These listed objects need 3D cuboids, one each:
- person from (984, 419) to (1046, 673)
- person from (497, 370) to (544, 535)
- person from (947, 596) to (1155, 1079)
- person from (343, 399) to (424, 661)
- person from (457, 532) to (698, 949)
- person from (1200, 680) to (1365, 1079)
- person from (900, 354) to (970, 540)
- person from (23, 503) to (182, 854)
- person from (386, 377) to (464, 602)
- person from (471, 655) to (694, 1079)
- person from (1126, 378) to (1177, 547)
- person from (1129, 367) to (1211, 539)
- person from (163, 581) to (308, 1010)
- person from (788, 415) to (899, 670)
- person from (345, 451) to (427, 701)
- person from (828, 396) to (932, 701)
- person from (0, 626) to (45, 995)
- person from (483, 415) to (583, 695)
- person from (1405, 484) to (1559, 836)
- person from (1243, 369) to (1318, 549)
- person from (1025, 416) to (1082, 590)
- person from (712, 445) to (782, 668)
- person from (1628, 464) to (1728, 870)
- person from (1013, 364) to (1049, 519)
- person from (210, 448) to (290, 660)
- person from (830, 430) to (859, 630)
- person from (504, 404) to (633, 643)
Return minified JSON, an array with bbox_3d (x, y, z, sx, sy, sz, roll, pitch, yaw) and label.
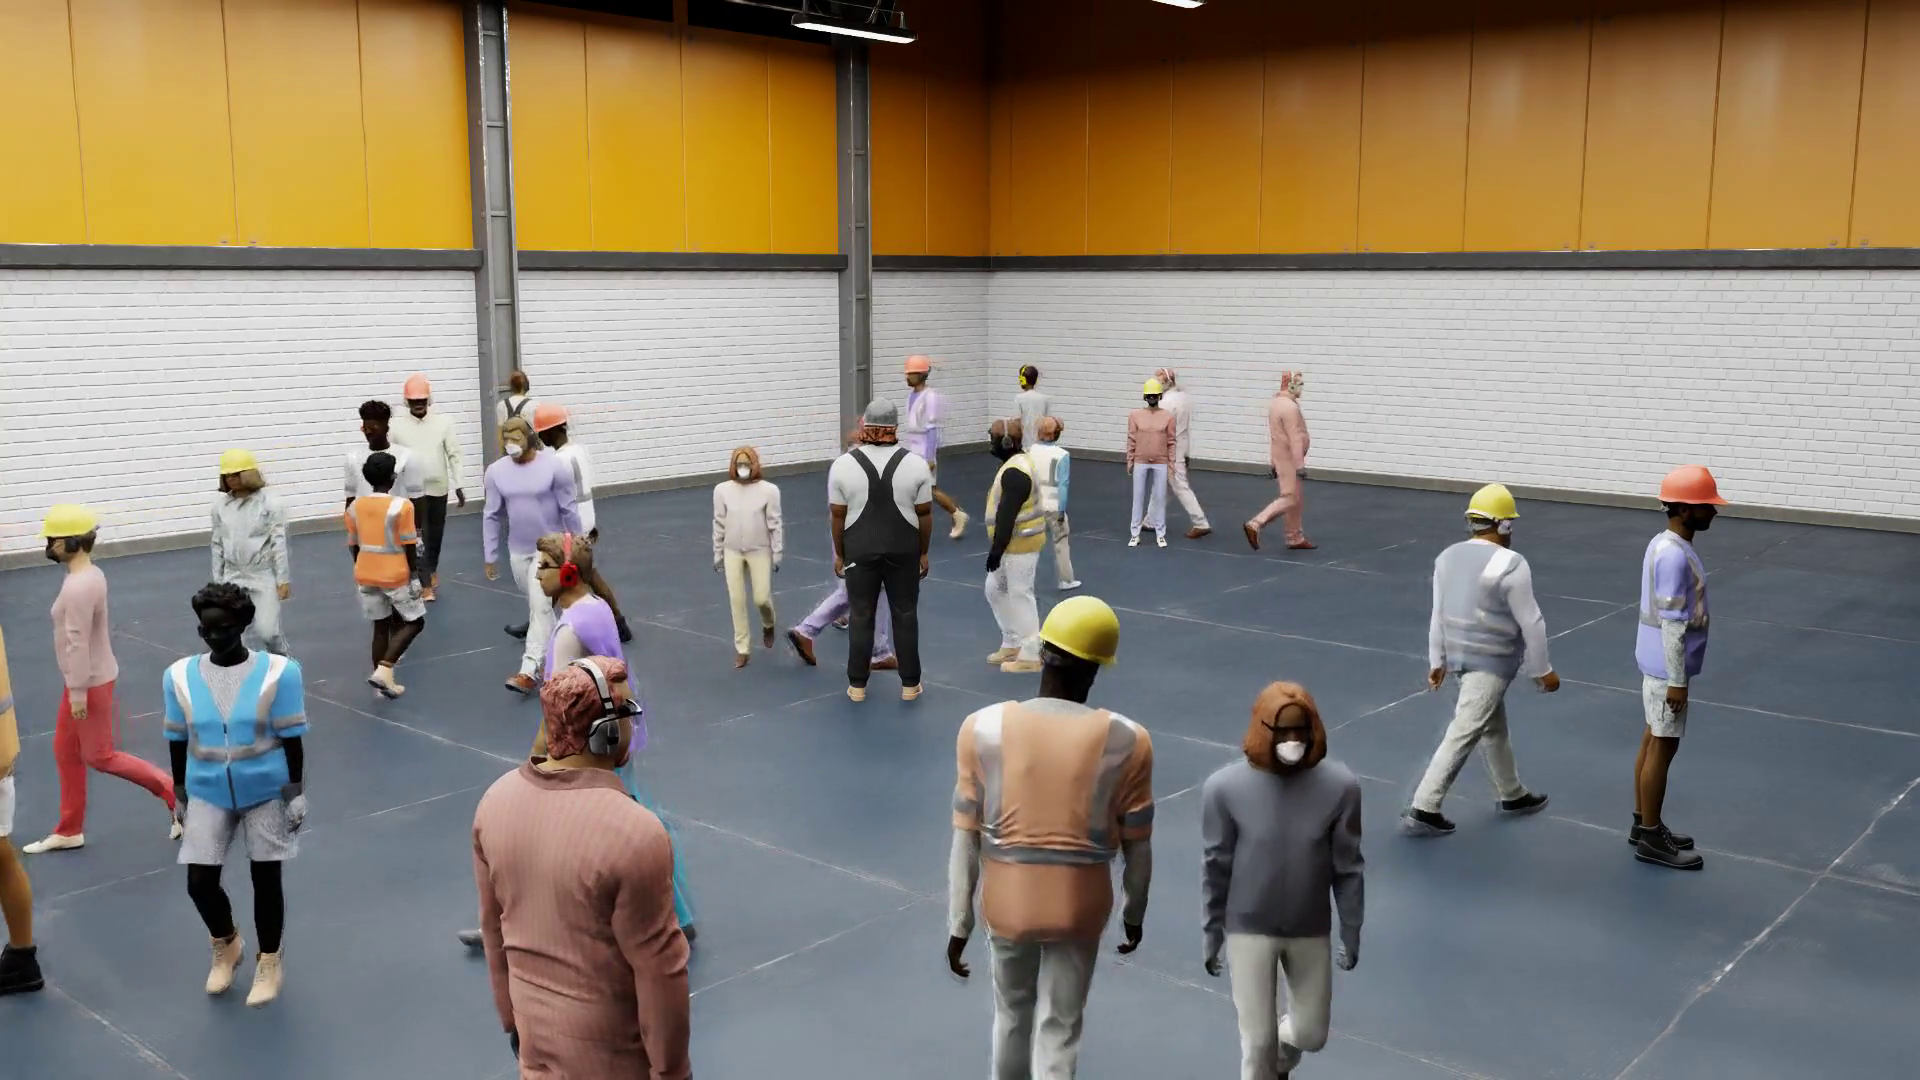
[{"bbox_3d":[0.352,0.048,11.856,0.535,1.821,0.664,0,9,0],"label":"person"},{"bbox_3d":[-4.736,-0.915,17.913,0.510,1.824,0.802,2,9,12],"label":"person"},{"bbox_3d":[0.285,1.091,5.094,0.604,1.877,0.859,1,9,7],"label":"person"},{"bbox_3d":[-4.231,-0.086,12.337,0.607,1.944,0.745,1,9,7],"label":"person"},{"bbox_3d":[-1.573,0.856,6.879,0.995,1.789,0.563,-2,9,-11],"label":"person"},{"bbox_3d":[0.993,1.207,5.218,0.509,1.611,0.640,0,9,-1],"label":"person"},{"bbox_3d":[-0.348,-0.944,17.480,0.893,2.015,0.617,-5,10,-28],"label":"person"},{"bbox_3d":[-4.205,0.675,8.150,0.757,1.737,0.530,-4,10,-24],"label":"person"},{"bbox_3d":[-4.758,-0.482,14.766,0.610,1.955,0.993,-5,10,-27],"label":"person"},{"bbox_3d":[-0.899,1.228,4.170,0.651,1.907,0.409,6,11,35],"label":"person"},{"bbox_3d":[1.994,-0.799,17.335,0.523,1.769,0.315,1,9,7],"label":"person"},{"bbox_3d":[2.313,-0.943,18.020,0.980,1.848,0.640,4,10,22],"label":"person"},{"bbox_3d":[-2.776,0.984,6.408,0.536,1.684,0.367,-2,9,-10],"label":"person"},{"bbox_3d":[-0.792,0.018,11.889,0.809,1.876,0.665,-2,9,-13],"label":"person"},{"bbox_3d":[-3.800,0.252,10.978,0.545,1.682,0.404,3,10,20],"label":"person"},{"bbox_3d":[-0.528,0.057,11.103,0.682,2.000,0.537,0,9,-3],"label":"person"},{"bbox_3d":[-3.931,0.865,6.412,0.669,1.911,0.556,-2,9,-14],"label":"person"},{"bbox_3d":[-2.946,0.103,11.288,0.646,1.885,0.995,2,9,14],"label":"person"},{"bbox_3d":[2.656,0.608,8.491,0.965,1.785,0.593,-3,10,-20],"label":"person"},{"bbox_3d":[3.301,-0.806,17.022,0.747,1.883,0.662,0,9,0],"label":"person"},{"bbox_3d":[0.745,-0.303,14.741,0.519,1.599,0.852,7,11,38],"label":"person"},{"bbox_3d":[-1.542,0.102,12.148,0.506,1.618,0.483,1,9,5],"label":"person"},{"bbox_3d":[3.451,0.598,8.024,0.358,1.938,0.542,3,10,18],"label":"person"},{"bbox_3d":[0.795,-1.014,18.416,0.542,1.850,0.570,-7,11,-38],"label":"person"},{"bbox_3d":[-4.621,0.250,10.852,0.505,1.728,0.433,0,9,2],"label":"person"},{"bbox_3d":[-0.814,-0.075,13.303,0.530,1.587,0.831,1,9,9],"label":"person"},{"bbox_3d":[-2.991,-0.112,12.700,1.000,1.870,0.589,0,9,-3],"label":"person"}]
